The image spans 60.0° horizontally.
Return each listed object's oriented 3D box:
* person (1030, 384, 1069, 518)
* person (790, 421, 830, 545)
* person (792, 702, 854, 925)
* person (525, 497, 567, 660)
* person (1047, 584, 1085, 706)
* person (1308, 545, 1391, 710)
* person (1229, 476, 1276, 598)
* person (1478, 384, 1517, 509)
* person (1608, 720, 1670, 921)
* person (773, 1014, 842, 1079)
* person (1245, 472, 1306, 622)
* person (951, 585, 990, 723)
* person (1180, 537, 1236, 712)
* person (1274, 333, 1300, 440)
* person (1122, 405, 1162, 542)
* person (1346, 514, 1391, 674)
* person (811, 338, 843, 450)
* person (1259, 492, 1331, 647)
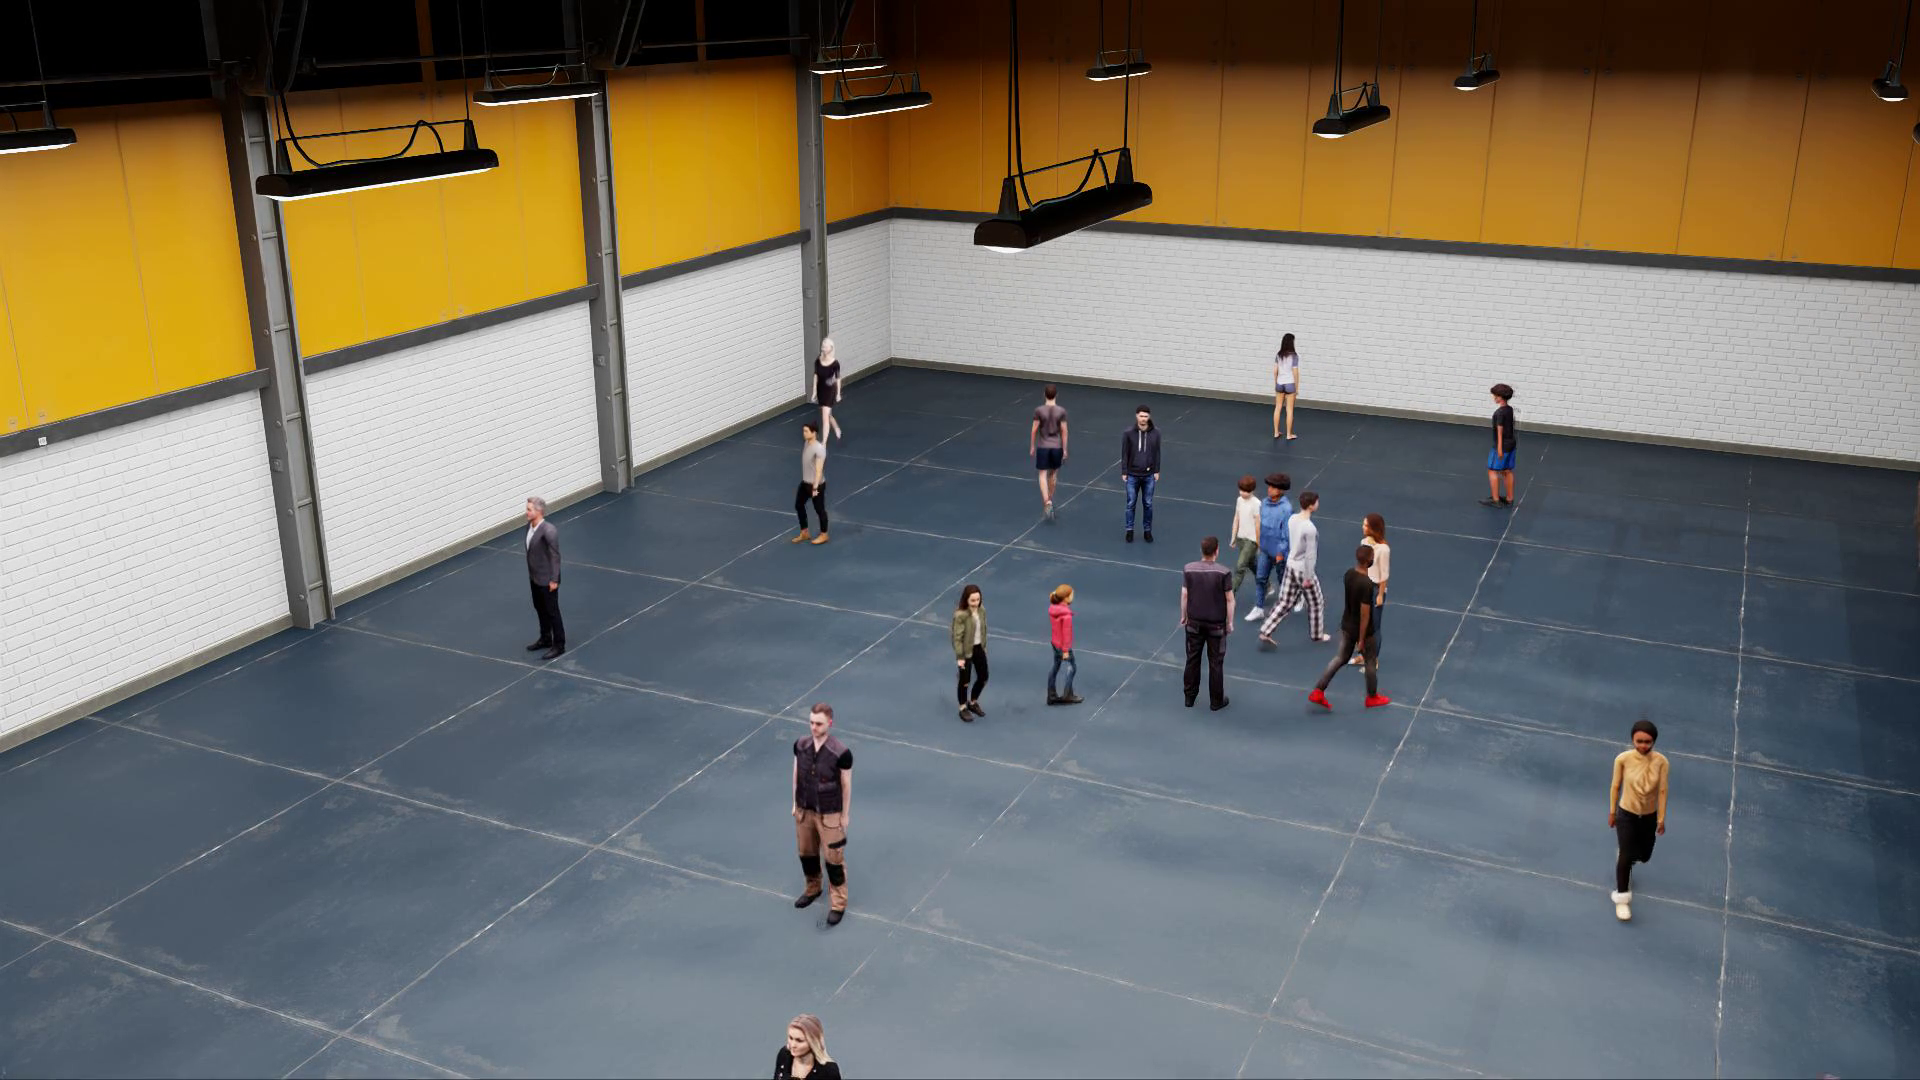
[{"bbox_3d":[1.252,-1.234,23.250,1.014,1.831,1.199,-2,19,-5],"label":"person"},{"bbox_3d":[-1.872,-0.772,22.075,0.902,1.705,0.827,-12,22,-32],"label":"person"},{"bbox_3d":[-1.082,2.123,13.257,0.673,1.846,0.607,8,20,24],"label":"person"},{"bbox_3d":[-4.621,0.387,18.424,0.742,1.839,0.803,-16,25,-40],"label":"person"},{"bbox_3d":[0.991,1.096,17.154,0.738,1.306,0.678,-7,20,-19],"label":"person"},{"bbox_3d":[3.952,0.917,16.940,1.197,1.782,1.105,-8,20,-22],"label":"person"},{"bbox_3d":[3.515,0.018,19.881,1.169,1.608,1.022,-9,21,-25],"label":"person"},{"bbox_3d":[7.752,-1.331,23.633,0.772,1.770,0.849,-15,24,-37],"label":"person"},{"bbox_3d":[5.434,2.191,13.381,0.756,1.638,1.034,4,19,10],"label":"person"},{"bbox_3d":[-0.871,3.456,9.548,0.613,1.686,0.527,8,20,21],"label":"person"},{"bbox_3d":[3.752,0.074,19.439,1.183,1.783,0.982,-13,23,-34],"label":"person"},{"bbox_3d":[0.058,1.119,16.842,0.616,1.462,0.756,-13,23,-34],"label":"person"},{"bbox_3d":[2.530,0.843,17.060,0.708,1.845,0.563,8,20,23],"label":"person"},{"bbox_3d":[5.340,-2.524,27.235,0.632,1.733,0.586,15,24,37],"label":"person"},{"bbox_3d":[2.416,-0.905,22.184,0.748,1.888,0.721,0,19,1],"label":"person"},{"bbox_3d":[4.460,0.558,17.992,0.717,1.790,0.667,-8,20,-22],"label":"person"},{"bbox_3d":[-2.090,-2.313,26.513,0.591,1.792,1.140,8,20,23],"label":"person"},{"bbox_3d":[3.723,0.354,18.562,1.198,1.814,1.069,-9,21,-25],"label":"person"}]
